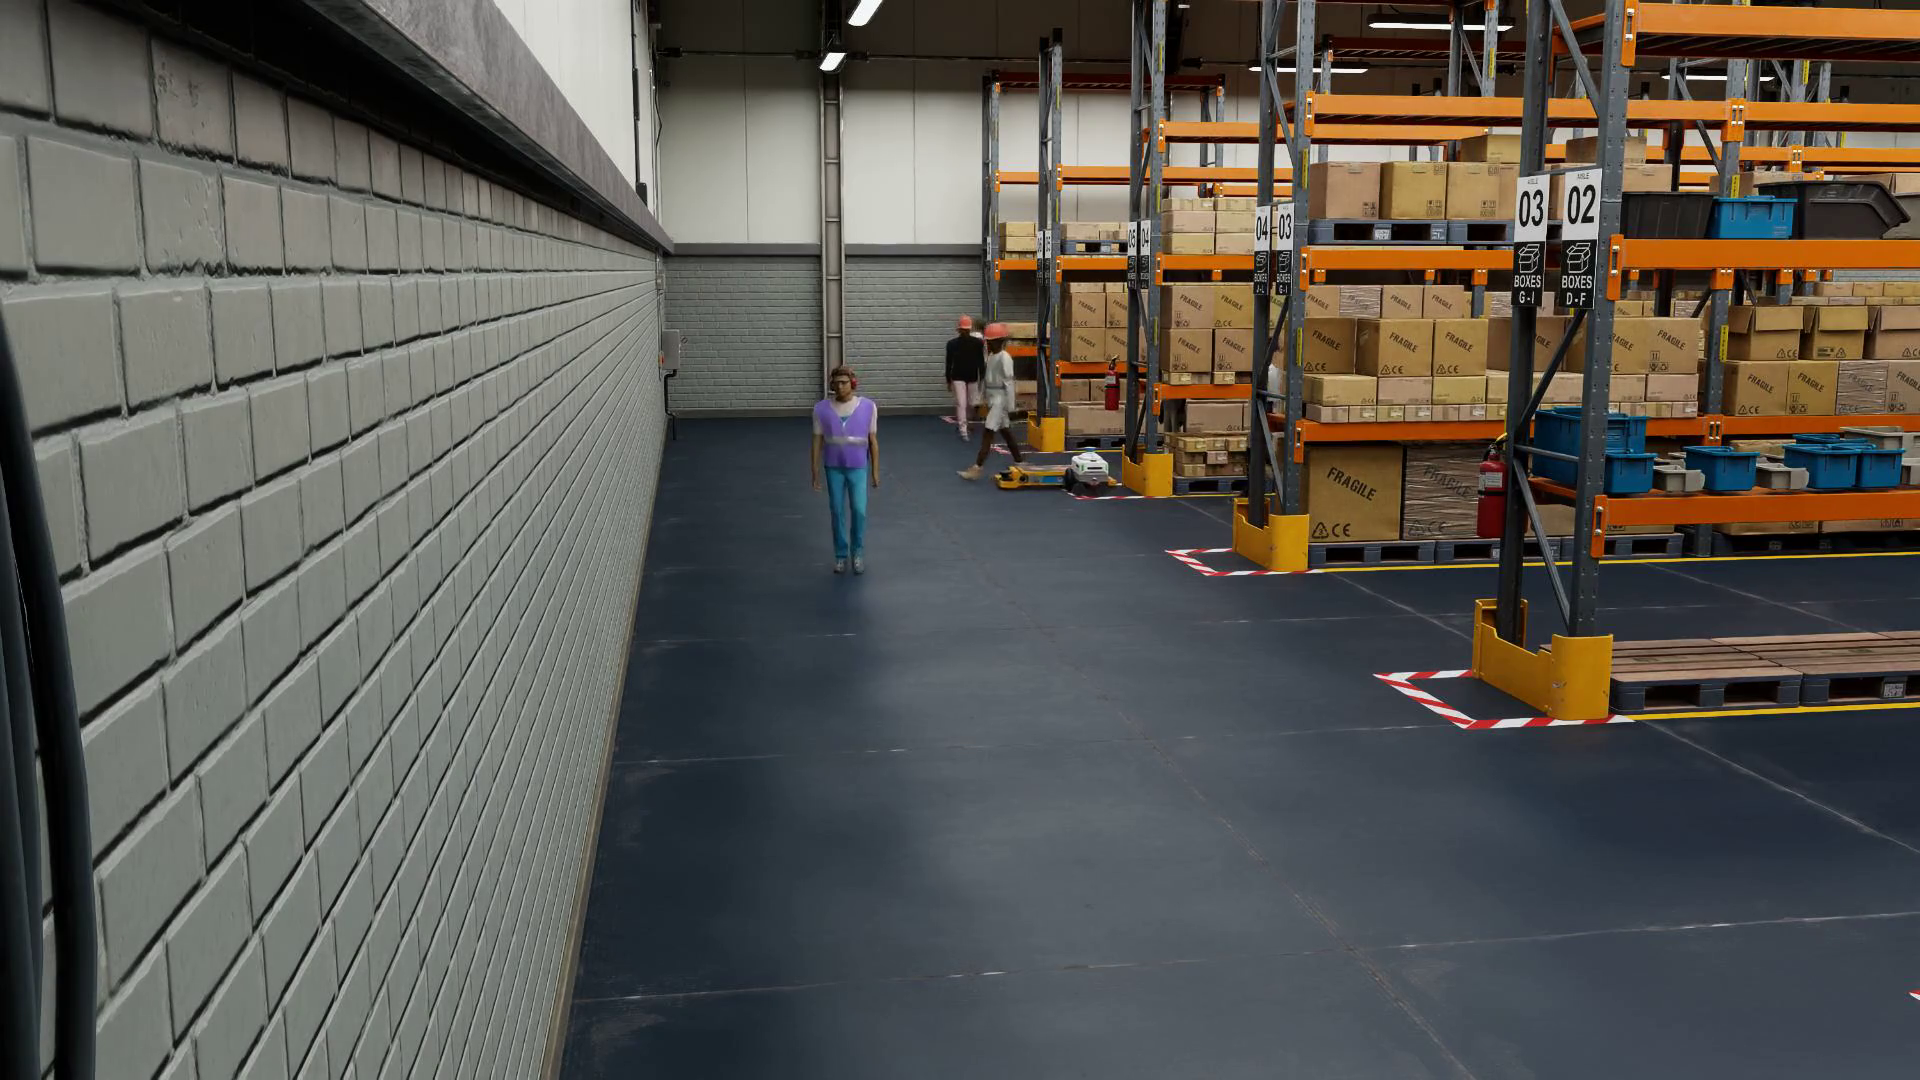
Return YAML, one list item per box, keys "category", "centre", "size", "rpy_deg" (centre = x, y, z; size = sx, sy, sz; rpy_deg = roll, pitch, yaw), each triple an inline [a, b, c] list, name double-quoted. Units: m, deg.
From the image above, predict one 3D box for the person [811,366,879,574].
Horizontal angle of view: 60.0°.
- category: "person"
  centre: [-1.012, -0.598, 14.509]
  size: [0.582, 1.821, 0.587]
  rpy_deg: [0, 9, 1]

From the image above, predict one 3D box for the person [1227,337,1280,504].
- category: "person"
  centre: [3.499, -1.337, 18.717]
  size: [0.841, 1.942, 0.610]
  rpy_deg: [1, 9, 5]

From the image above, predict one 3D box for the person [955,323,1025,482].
- category: "person"
  centre: [0.430, -1.720, 20.926]
  size: [1.015, 1.990, 0.612]
  rpy_deg: [-2, 9, -14]

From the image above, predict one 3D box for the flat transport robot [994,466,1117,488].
- category: "flat transport robot"
  centre: [1.163, -0.787, 20.447]
  size: [1.431, 0.197, 0.652]
  rpy_deg: [-1, 9, -6]

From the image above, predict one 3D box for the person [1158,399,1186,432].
- category: "person"
  centre: [2.628, -1.610, 20.647]
  size: [0.333, 1.860, 0.510]
  rpy_deg: [-4, 10, -25]

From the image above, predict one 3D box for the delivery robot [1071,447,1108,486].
- category: "delivery robot"
  centre: [1.541, -0.865, 19.761]
  size: [0.477, 0.478, 0.707]
  rpy_deg: [-1, 9, -6]

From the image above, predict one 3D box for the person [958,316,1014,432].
- category: "person"
  centre: [0.413, -2.716, 27.326]
  size: [0.972, 1.892, 0.654]
  rpy_deg: [-2, 9, -13]

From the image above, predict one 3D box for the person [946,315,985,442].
- category: "person"
  centre: [0.065, -2.523, 25.928]
  size: [0.623, 1.969, 0.708]
  rpy_deg: [-2, 9, -14]
